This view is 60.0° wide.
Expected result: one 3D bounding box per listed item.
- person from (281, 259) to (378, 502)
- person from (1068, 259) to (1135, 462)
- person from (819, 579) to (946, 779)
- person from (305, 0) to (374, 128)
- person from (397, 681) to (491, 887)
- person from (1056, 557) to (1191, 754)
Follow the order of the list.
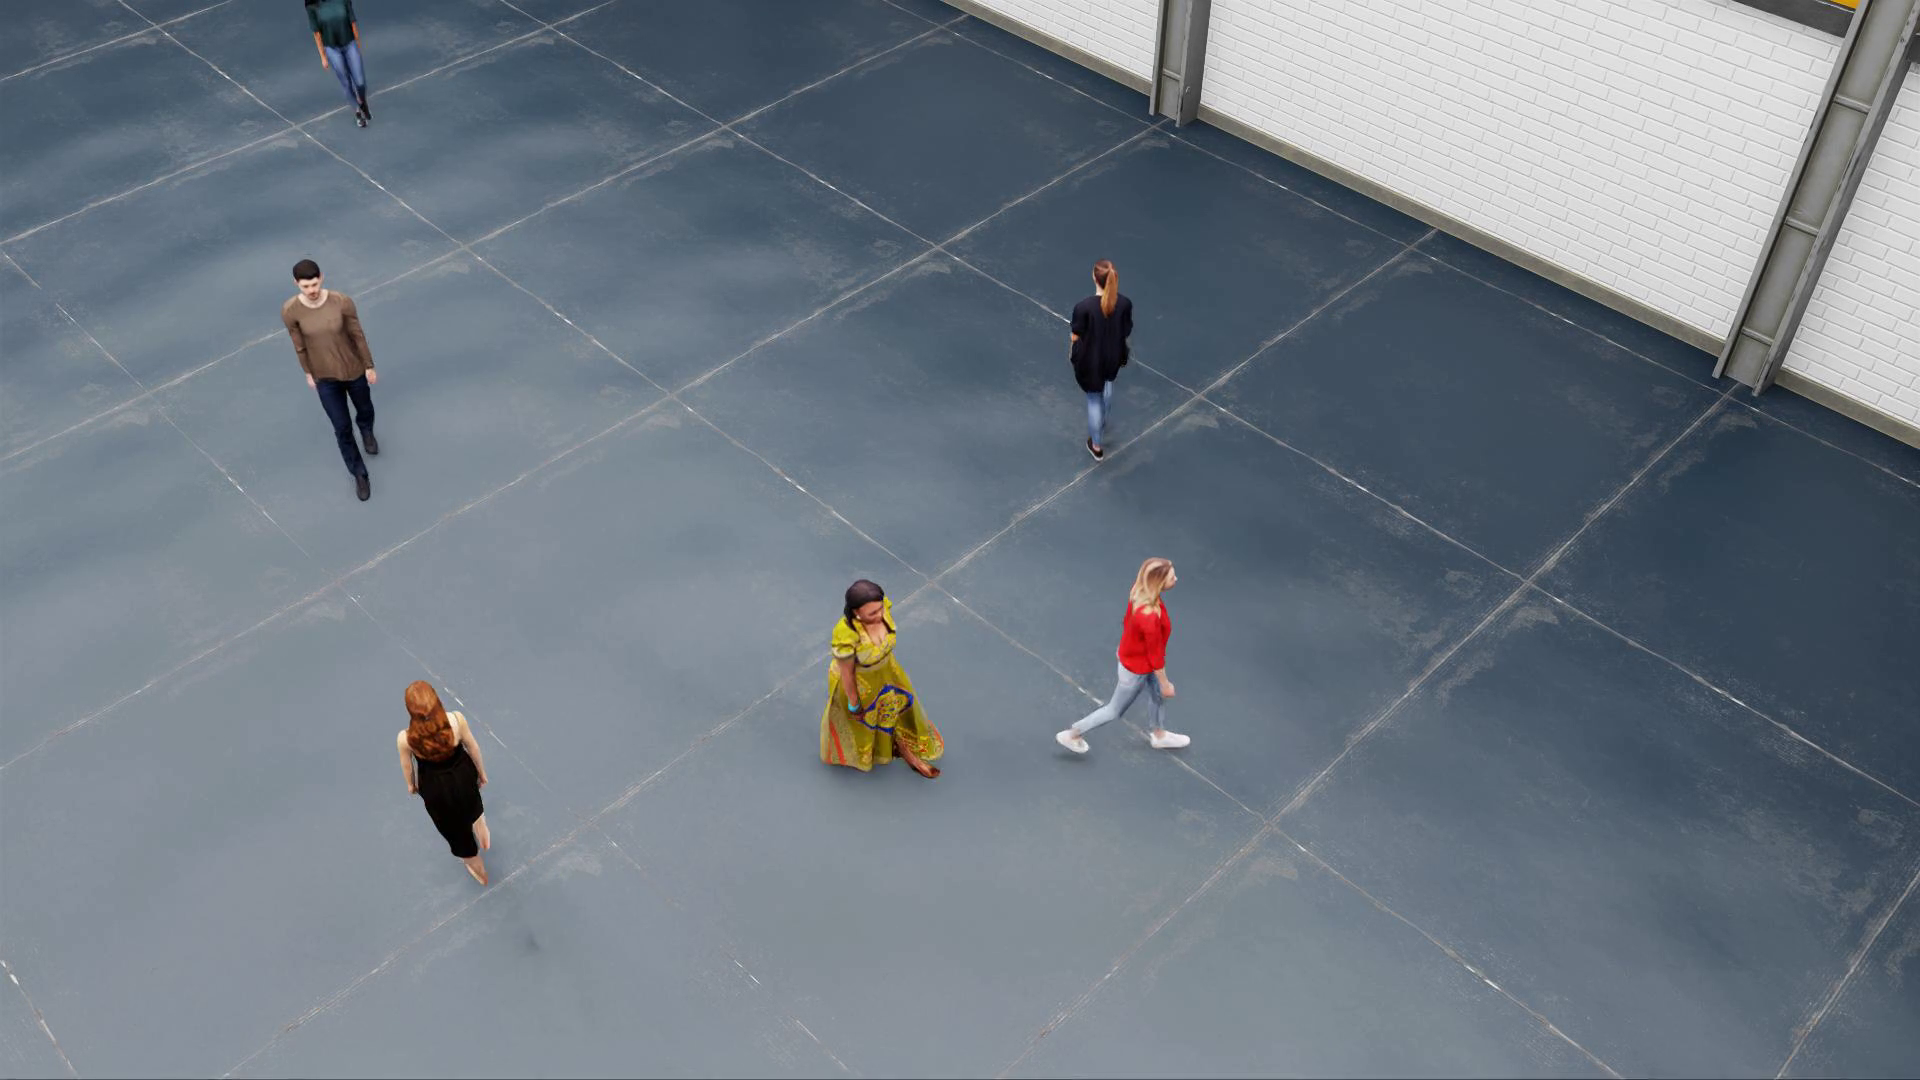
[{"bbox_3d":[-4.534,-1.288,12.149,0.911,1.860,1.130,-16,46,-16],"label":"person"},{"bbox_3d":[1.062,-1.283,12.286,0.825,1.665,0.900,-8,44,-8],"label":"person"},{"bbox_3d":[-0.644,0.811,10.110,1.082,1.633,0.889,25,49,24],"label":"person"},{"bbox_3d":[-5.964,-4.755,15.974,0.690,1.604,0.729,-17,46,-17],"label":"person"},{"bbox_3d":[-2.875,1.442,9.464,0.612,1.611,0.705,-28,50,-26],"label":"person"},{"bbox_3d":[1.011,0.767,10.128,1.147,1.674,1.081,0,44,0],"label":"person"}]
